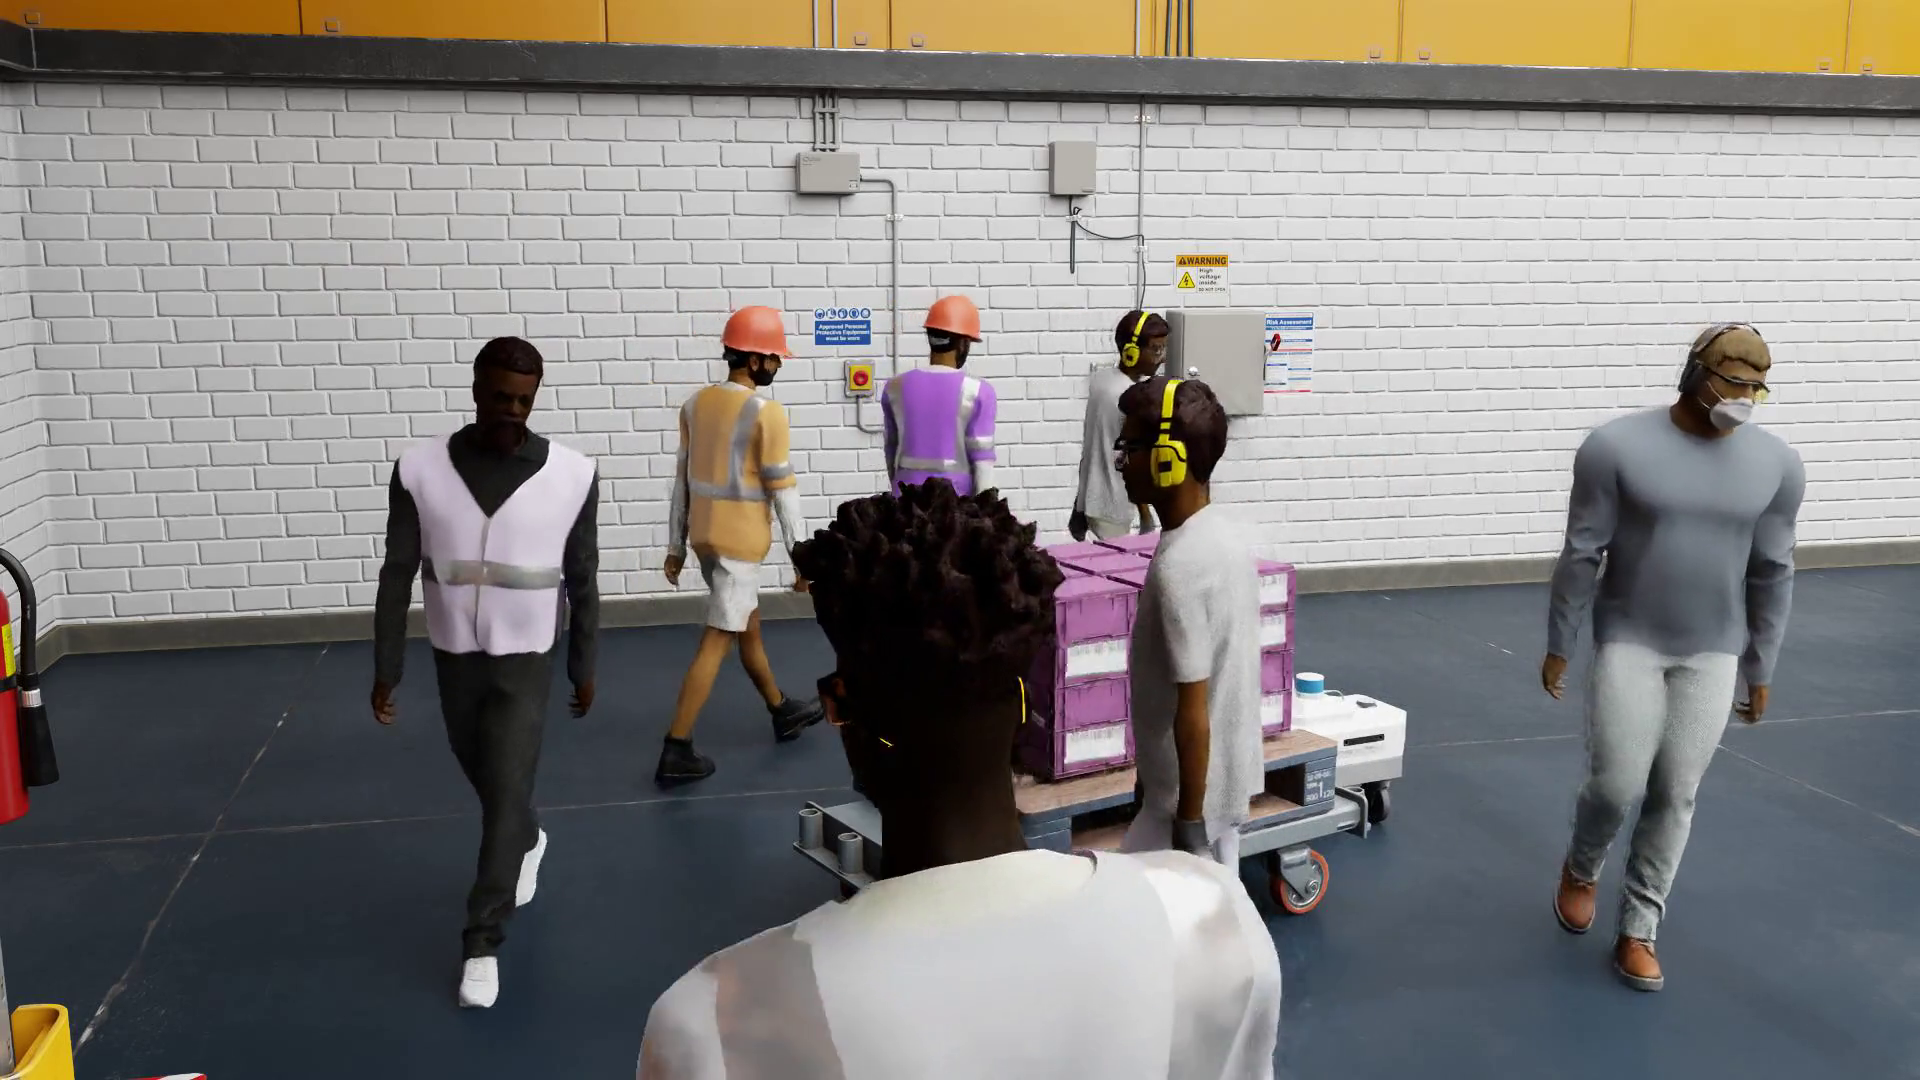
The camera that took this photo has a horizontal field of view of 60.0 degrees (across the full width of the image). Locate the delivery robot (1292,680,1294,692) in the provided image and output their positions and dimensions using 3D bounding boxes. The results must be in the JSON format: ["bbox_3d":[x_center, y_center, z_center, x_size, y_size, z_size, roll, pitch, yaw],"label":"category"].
[{"bbox_3d":[0.963,0.659,6.436,0.707,0.478,0.477,-8,13,-39],"label":"delivery robot"}]

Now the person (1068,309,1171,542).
[{"bbox_3d":[0.729,-0.107,7.390,0.555,1.827,0.604,-3,11,-16],"label":"person"}]

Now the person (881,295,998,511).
[{"bbox_3d":[-0.070,-0.123,7.340,0.546,1.881,0.907,3,11,15],"label":"person"}]

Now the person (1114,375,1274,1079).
[{"bbox_3d":[0.413,0.562,3.674,0.741,1.844,0.520,5,11,26],"label":"person"}]

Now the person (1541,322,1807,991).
[{"bbox_3d":[2.024,0.330,4.770,0.683,1.907,0.469,1,10,8],"label":"person"}]

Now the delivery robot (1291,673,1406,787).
[{"bbox_3d":[1.268,0.727,6.059,0.707,0.478,0.477,-5,11,-24],"label":"delivery robot"}]

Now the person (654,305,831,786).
[{"bbox_3d":[-0.888,0.003,6.687,0.589,1.868,1.024,9,14,41],"label":"person"}]

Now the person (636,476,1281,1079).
[{"bbox_3d":[0.032,0.907,1.509,0.608,1.937,0.874,-3,11,-17],"label":"person"}]

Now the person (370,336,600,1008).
[{"bbox_3d":[-1.379,0.317,4.957,0.645,1.871,0.978,-1,10,-6],"label":"person"}]
